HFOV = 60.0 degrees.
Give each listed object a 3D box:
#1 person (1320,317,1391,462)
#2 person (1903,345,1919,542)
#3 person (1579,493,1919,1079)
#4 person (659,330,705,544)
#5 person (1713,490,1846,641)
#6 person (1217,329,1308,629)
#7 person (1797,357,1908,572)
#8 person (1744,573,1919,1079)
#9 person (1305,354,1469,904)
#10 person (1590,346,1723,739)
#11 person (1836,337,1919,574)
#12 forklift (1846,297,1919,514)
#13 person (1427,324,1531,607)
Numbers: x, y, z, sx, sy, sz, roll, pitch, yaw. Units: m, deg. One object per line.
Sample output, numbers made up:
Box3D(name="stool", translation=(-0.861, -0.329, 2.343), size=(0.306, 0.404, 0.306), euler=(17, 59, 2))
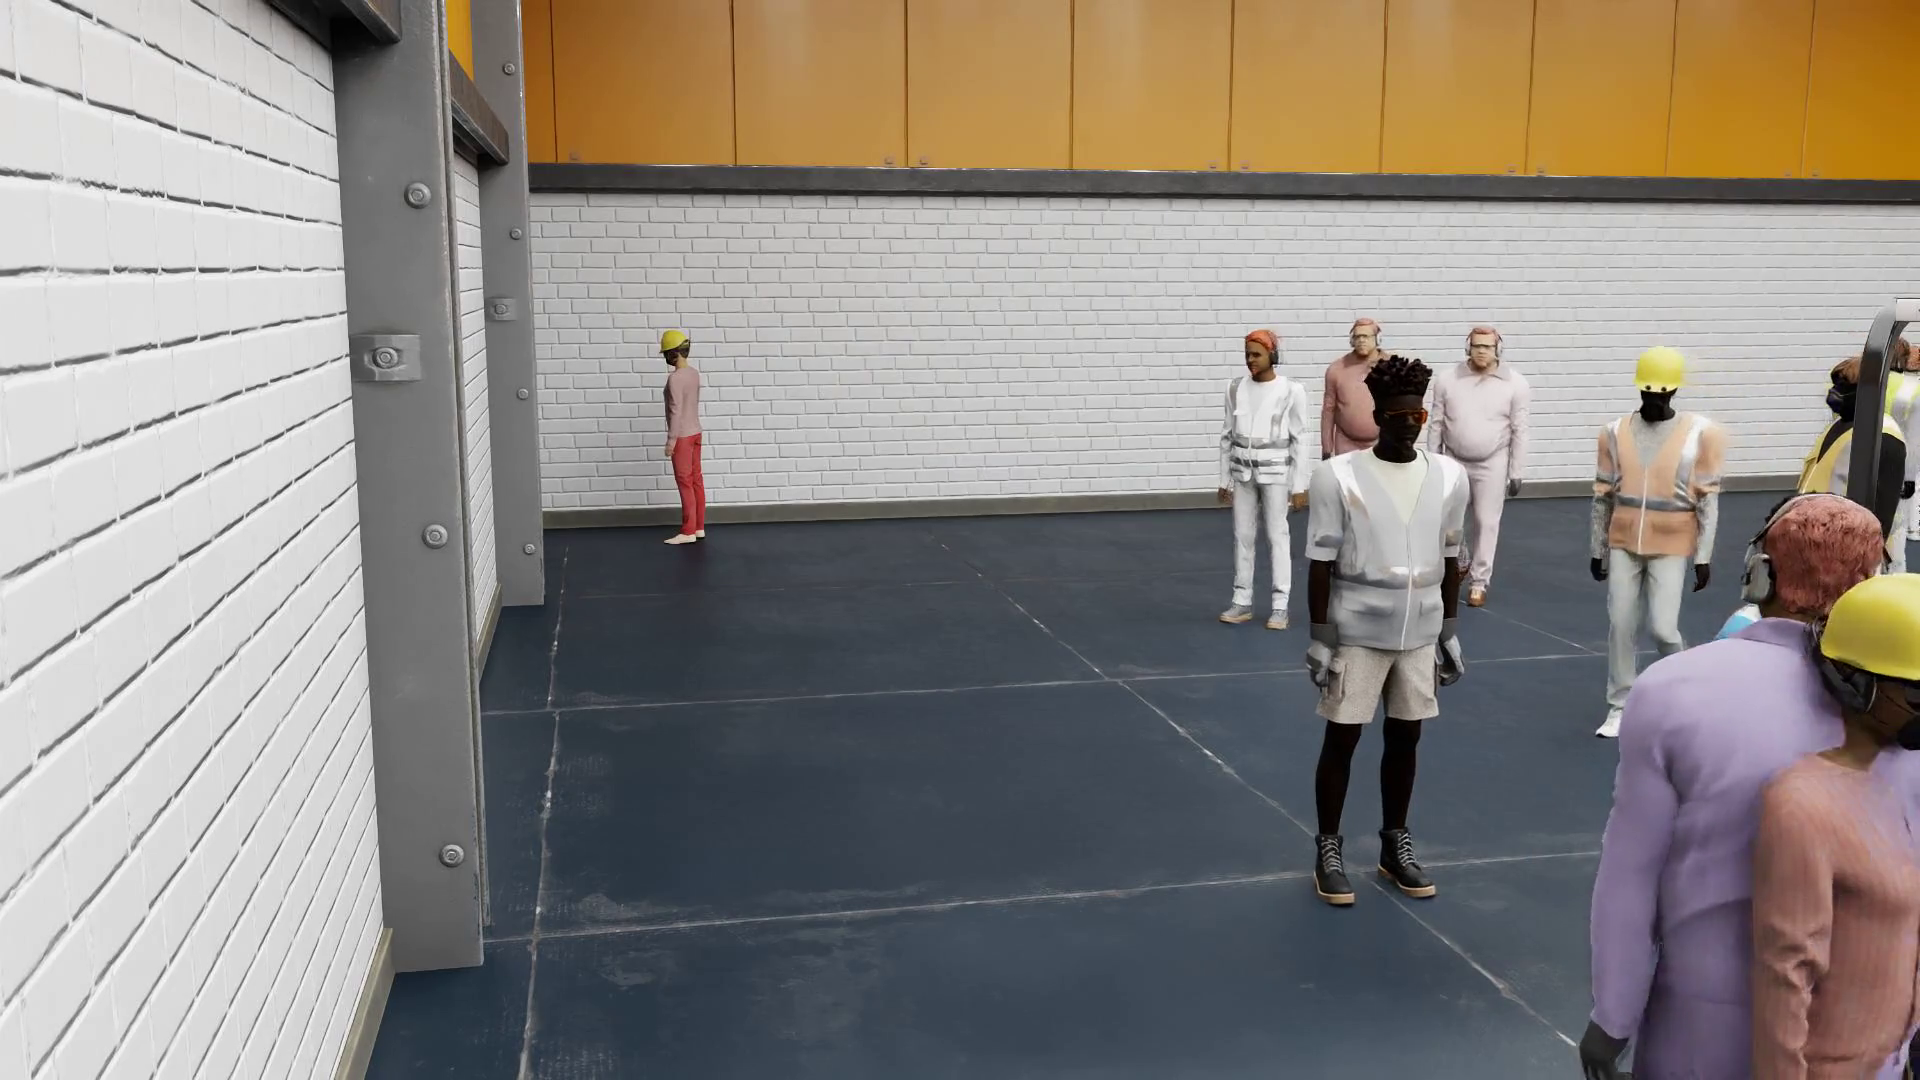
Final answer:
Box3D(name="person", translation=(3.023, -0.717, 12.480), size=(0.666, 1.897, 0.453), euler=(3, 10, 20))
Box3D(name="person", translation=(7.760, -0.782, 13.691), size=(0.526, 1.634, 0.310), euler=(-3, 10, -17))
Box3D(name="person", translation=(1.460, 0.866, 2.931), size=(0.669, 1.870, 0.634), euler=(2, 9, 10))
Box3D(name="person", translation=(-2.293, -0.840, 13.660), size=(0.329, 1.760, 0.523), euler=(2, 10, 12))
Box3D(name="person", translation=(2.180, 0.705, 4.425), size=(0.540, 1.696, 0.317), euler=(-6, 11, -34))
Box3D(name="person", translation=(1.913, -0.381, 10.512), size=(0.602, 1.883, 0.343), euler=(7, 12, 38))
Box3D(name="person", translation=(4.231, 0.048, 7.982), size=(0.429, 1.846, 0.625), euler=(1, 9, 5))
Box3D(name="person", translation=(1.541, 0.923, 2.895), size=(0.533, 1.765, 0.330), euler=(-8, 12, -40))
Box3D(name="person", translation=(1.522, 0.320, 5.950), size=(0.609, 1.965, 0.368), euler=(-2, 9, -11))
Box3D(name="person", translation=(3.335, 0.013, 8.010), size=(0.603, 1.903, 0.534), euler=(8, 12, 41))
Box3D(name="person", translation=(6.300, -0.501, 11.473), size=(0.930, 1.806, 0.636), euler=(-7, 11, -35))
Box3D(name="forklift", translation=(3.542, 0.334, 5.177), size=(2.313, 2.155, 1.214), euler=(-9, 13, -43))
Box3D(name="person", translation=(3.451, -0.496, 11.139), size=(0.674, 1.891, 0.425), euler=(5, 10, 26))
